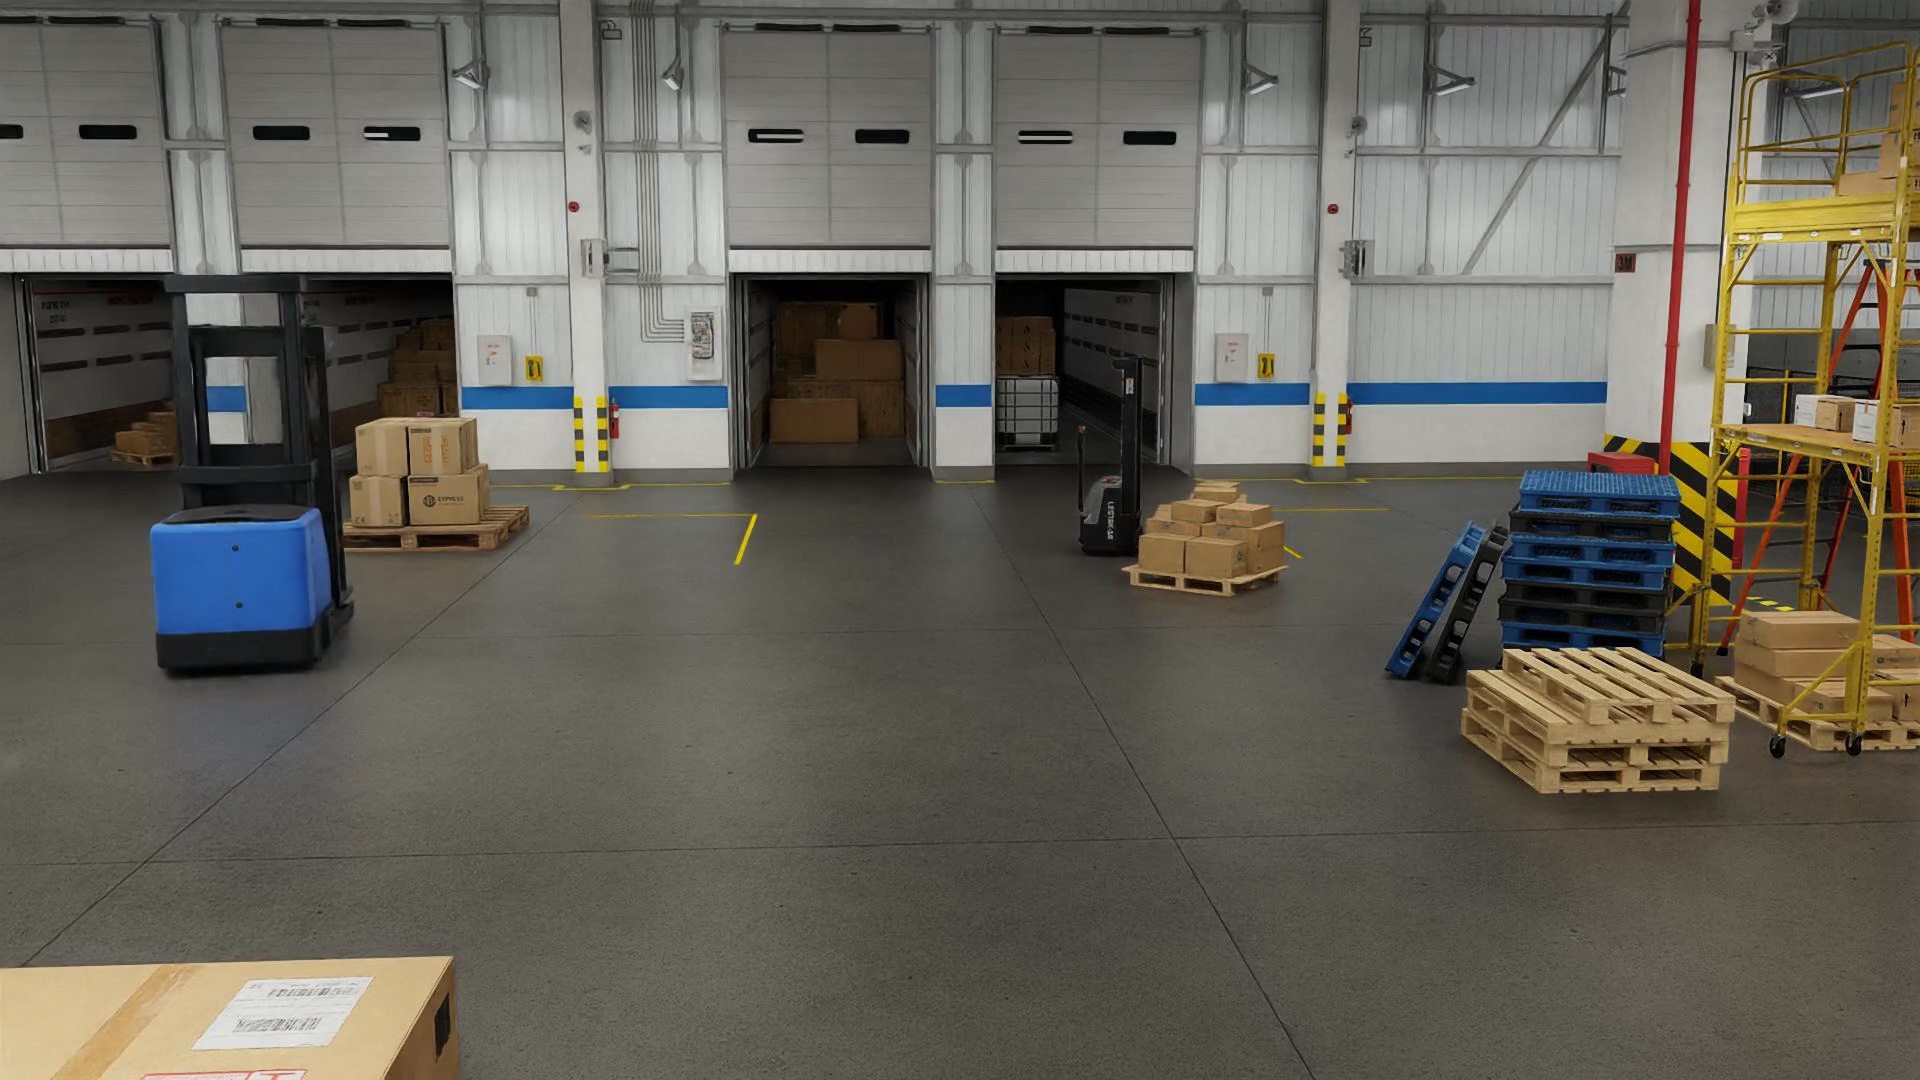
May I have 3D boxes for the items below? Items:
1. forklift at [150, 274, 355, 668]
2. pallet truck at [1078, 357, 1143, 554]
[{"bbox_3d":[-5.313,-0.585,12.423,1.129,2.768,1.873,-2,9,-12],"label":"forklift"},{"bbox_3d":[2.088,-0.836,16.757,1.885,1.965,0.823,2,9,13],"label":"pallet truck"}]
